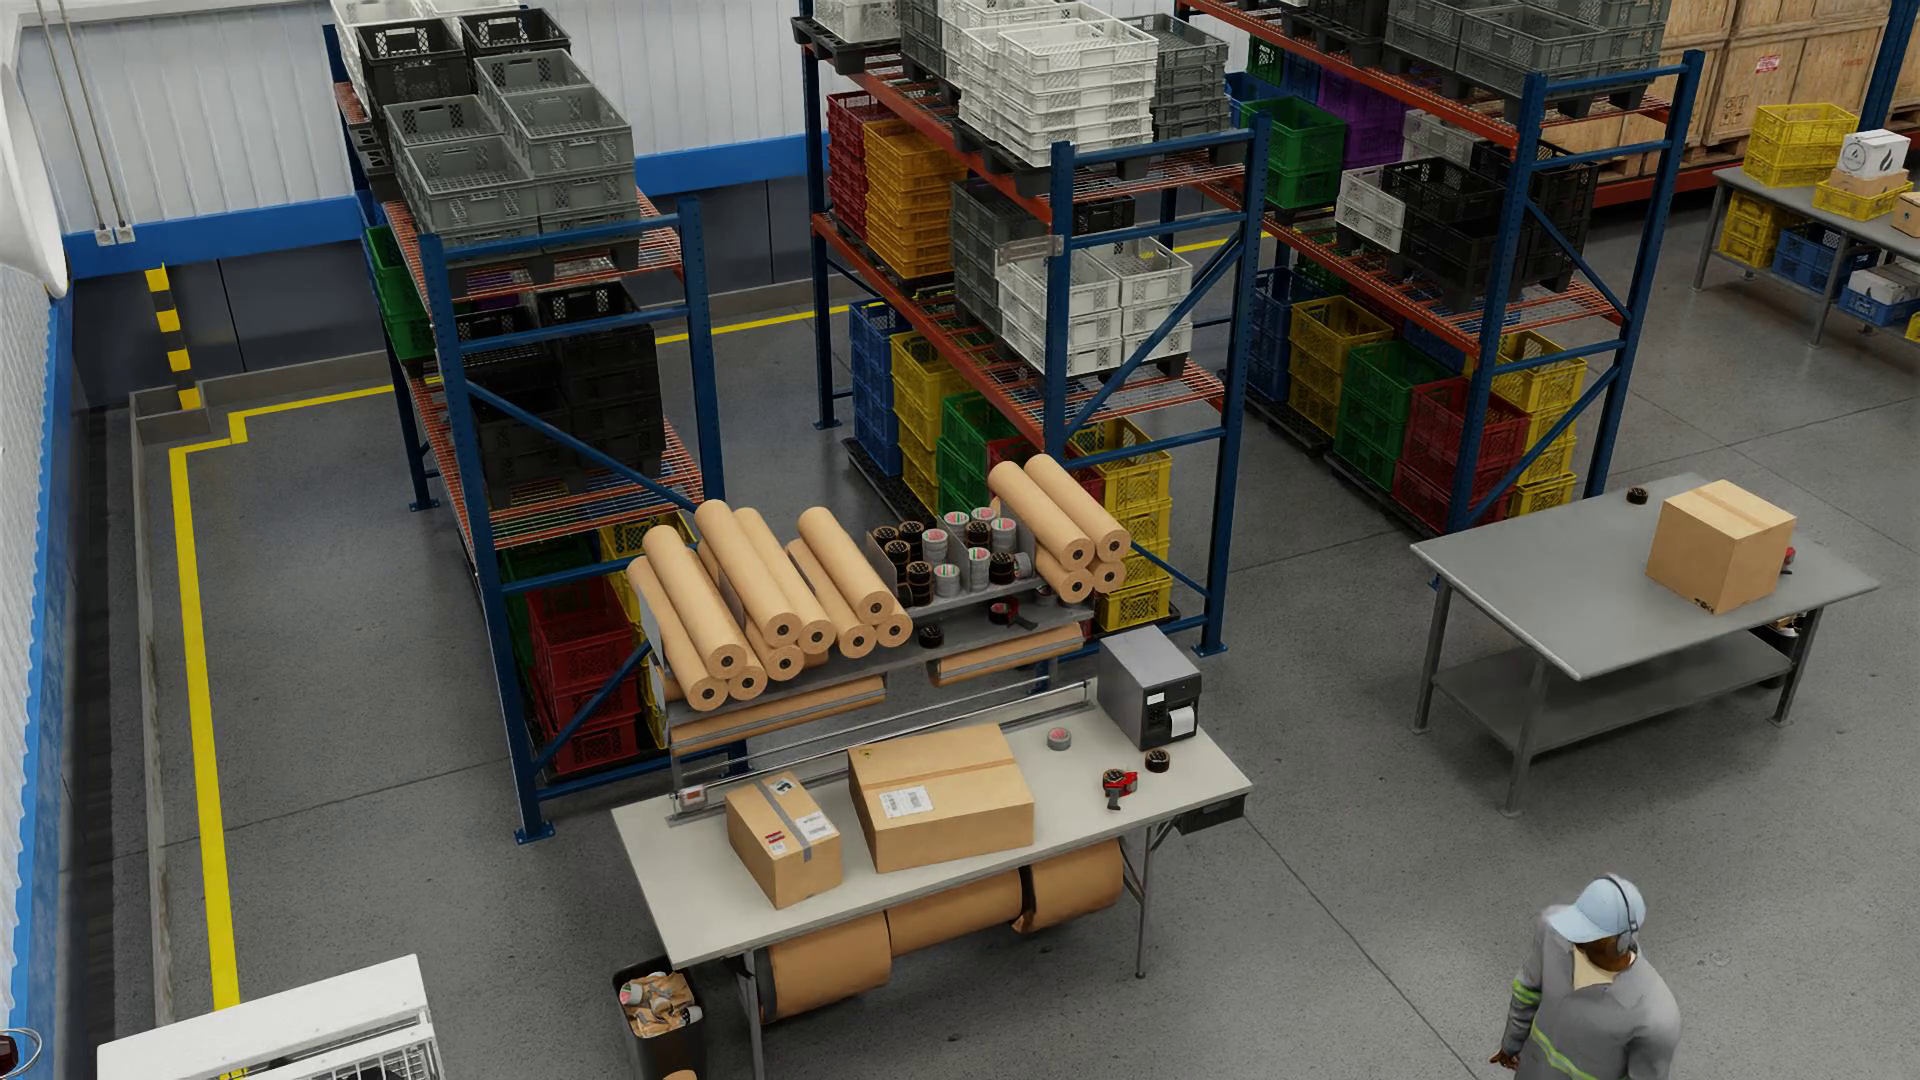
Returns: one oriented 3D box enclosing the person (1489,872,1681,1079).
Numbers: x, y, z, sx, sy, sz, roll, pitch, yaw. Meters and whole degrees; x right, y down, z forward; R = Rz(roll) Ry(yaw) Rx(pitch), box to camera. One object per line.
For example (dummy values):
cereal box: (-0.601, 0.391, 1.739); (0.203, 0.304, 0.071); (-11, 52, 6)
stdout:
person: (1.991, 1.819, 5.505); (0.397, 1.850, 0.597); (-14, 34, -21)
